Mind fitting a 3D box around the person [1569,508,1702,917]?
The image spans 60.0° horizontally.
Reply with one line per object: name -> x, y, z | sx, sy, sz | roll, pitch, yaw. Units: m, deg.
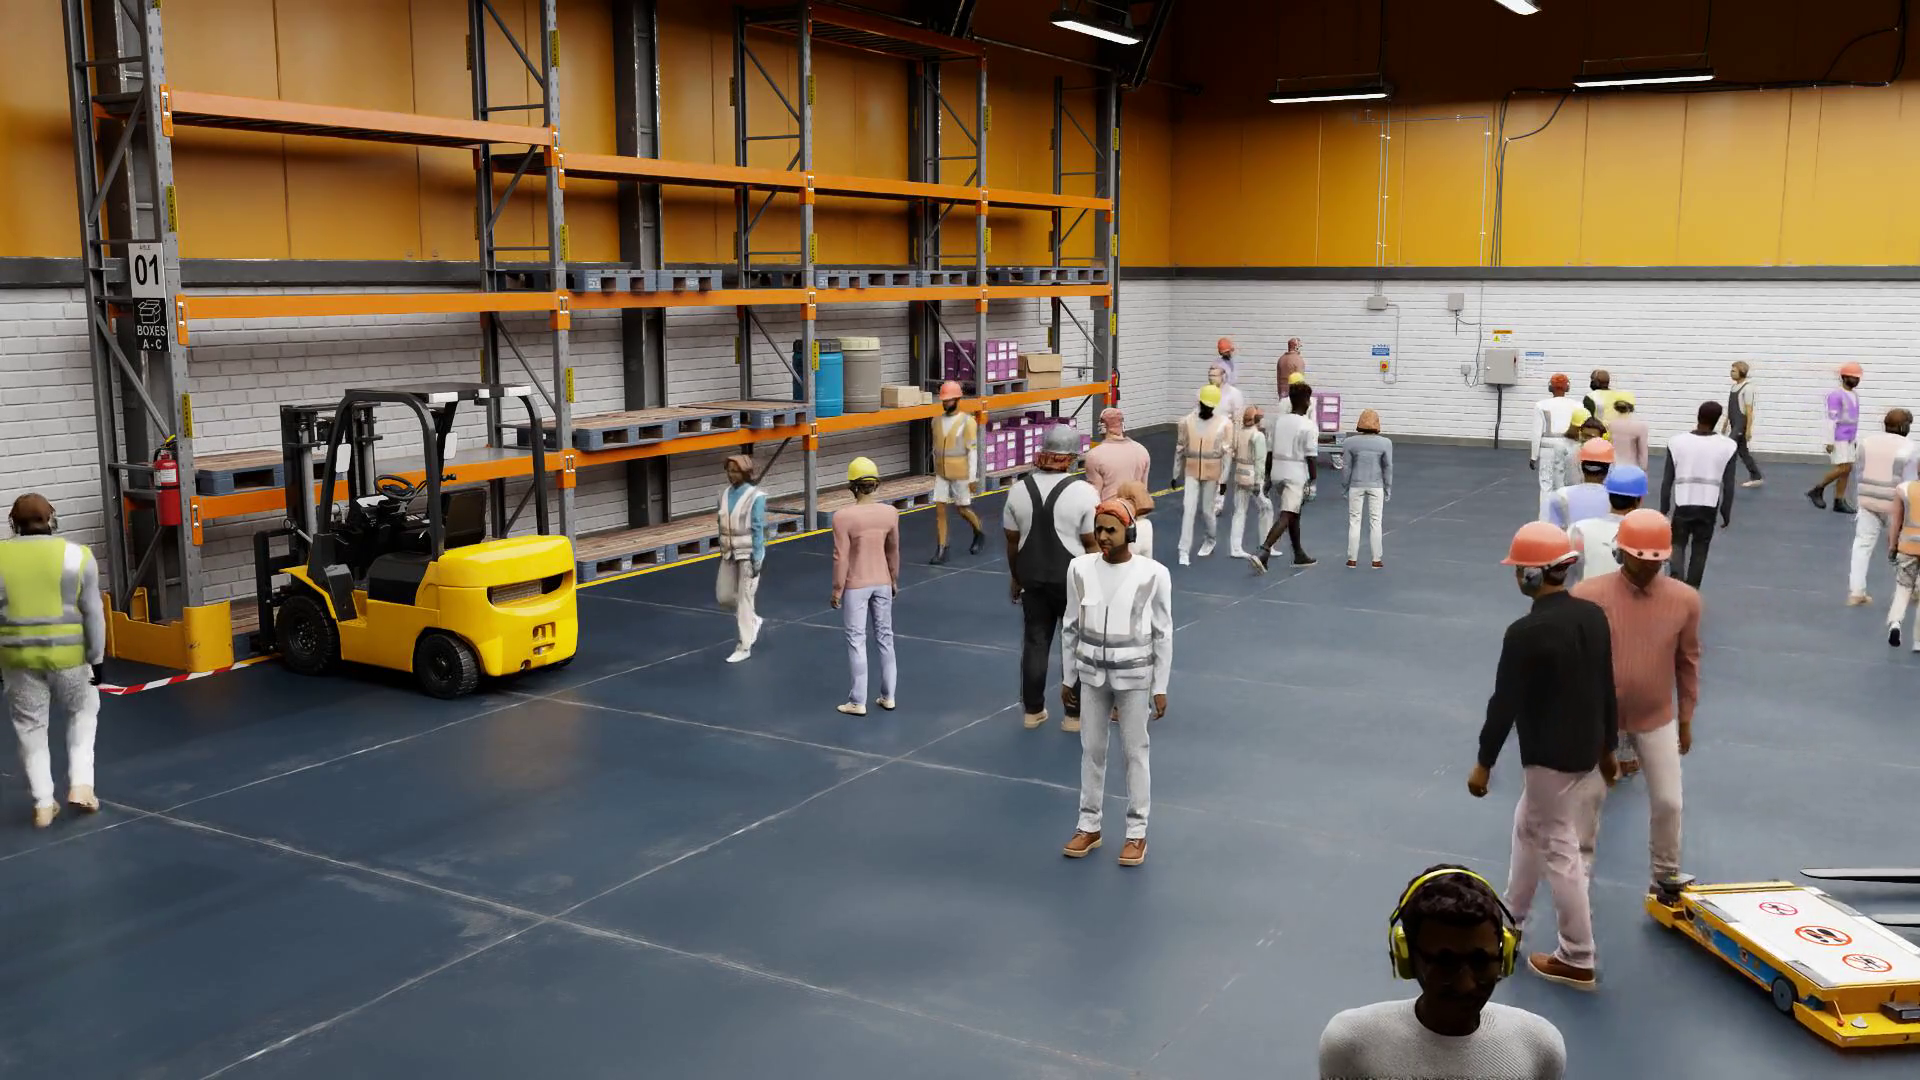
person -> 3.056, 0.813, 7.648 | 0.648, 1.966, 0.492 | 2, 9, 12

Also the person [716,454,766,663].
person -> -1.683, 0.132, 12.955 | 0.517, 1.622, 0.456 | 7, 11, 36

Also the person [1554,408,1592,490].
person -> 6.006, -0.421, 16.113 | 0.504, 1.707, 0.742 | 0, 9, 2

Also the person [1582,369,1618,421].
person -> 8.014, -1.225, 20.801 | 0.642, 1.824, 0.630 | -5, 10, -29

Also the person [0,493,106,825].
person -> -5.015, 0.652, 9.109 | 0.631, 1.815, 0.439 | -3, 10, -21

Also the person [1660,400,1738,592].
person -> 6.567, -0.299, 14.826 | 0.602, 1.892, 0.461 | 4, 10, 23

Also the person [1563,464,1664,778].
person -> 3.753, 0.512, 9.683 | 0.602, 1.919, 0.921 | 8, 12, 40

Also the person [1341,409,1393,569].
person -> 4.148, -0.519, 16.978 | 0.507, 1.633, 0.276 | 2, 9, 13

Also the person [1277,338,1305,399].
person -> 5.714, -2.508, 28.545 | 0.401, 1.910, 0.640 | -4, 10, -25

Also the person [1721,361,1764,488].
person -> 10.882, -1.606, 23.272 | 0.840, 1.816, 0.528 | 1, 9, 6

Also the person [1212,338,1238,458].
person -> 4.328, -2.264, 26.808 | 0.406, 1.995, 0.788 | 8, 12, 41

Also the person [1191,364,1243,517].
person -> 3.104, -1.228, 20.649 | 0.655, 1.884, 0.757 | 7, 11, 36

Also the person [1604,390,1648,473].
person -> 7.155, -0.751, 18.032 | 0.542, 1.750, 0.482 | 6, 11, 32

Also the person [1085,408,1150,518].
person -> 1.260, -0.147, 13.833 | 0.639, 1.902, 0.407 | -6, 11, -32

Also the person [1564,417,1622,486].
person -> 5.206, -0.104, 13.724 | 0.621, 1.852, 0.515 | -8, 12, -41

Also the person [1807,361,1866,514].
person -> 11.078, -1.288, 20.899 | 0.542, 1.923, 0.474 | -6, 11, -34

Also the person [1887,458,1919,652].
person -> 7.632, 0.099, 13.171 | 0.516, 1.627, 0.395 | 8, 12, 42

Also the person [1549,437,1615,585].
person -> 4.275, 0.249, 11.395 | 0.557, 1.899, 0.924 | 5, 10, 28

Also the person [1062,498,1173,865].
person -> 0.790, 0.717, 8.488 | 0.581, 1.882, 0.339 | 5, 10, 26

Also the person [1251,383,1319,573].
person -> 3.282, -0.626, 16.774 | 0.993, 1.924, 0.608 | -7, 11, -35

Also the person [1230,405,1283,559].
person -> 3.145, -0.606, 17.526 | 0.675, 1.614, 0.527 | -3, 10, -21

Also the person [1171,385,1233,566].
person -> 2.536, -0.704, 17.428 | 0.649, 1.870, 0.920 | 3, 10, 20

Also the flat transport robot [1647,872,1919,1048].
flat transport robot -> 3.614, 1.745, 7.091 | 0.652, 0.197, 1.431 | -1, 9, -7

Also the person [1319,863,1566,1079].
person -> 0.956, 1.547, 3.349 | 0.519, 1.873, 0.335 | 0, 9, -2

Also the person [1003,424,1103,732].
person -> 0.640, 0.241, 10.970 | 0.748, 2.000, 0.535 | 5, 11, 30

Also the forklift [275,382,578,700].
forklift -> -3.974, -0.067, 12.417 | 2.313, 2.155, 1.214 | 5, 11, 30

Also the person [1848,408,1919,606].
person -> 8.486, -0.301, 15.138 | 0.957, 1.793, 0.627 | -6, 11, -32

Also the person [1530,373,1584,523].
person -> 6.802, -0.963, 18.971 | 0.584, 1.882, 0.337 | 0, 9, 2

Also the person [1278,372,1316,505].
person -> 4.423, -1.327, 21.740 | 0.527, 1.733, 0.833 | -2, 9, -13

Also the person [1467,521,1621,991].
person -> 2.432, 0.889, 7.140 | 0.631, 1.960, 0.813 | -8, 12, -40

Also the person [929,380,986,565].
person -> -0.032, -0.720, 17.386 | 0.548, 1.915, 0.831 | 6, 11, 32

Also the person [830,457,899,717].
person -> -0.657, 0.316, 11.363 | 0.533, 1.767, 0.325 | -6, 11, -35

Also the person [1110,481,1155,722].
person -> 1.152, 0.411, 11.198 | 0.303, 1.625, 0.505 | 3, 10, 17
